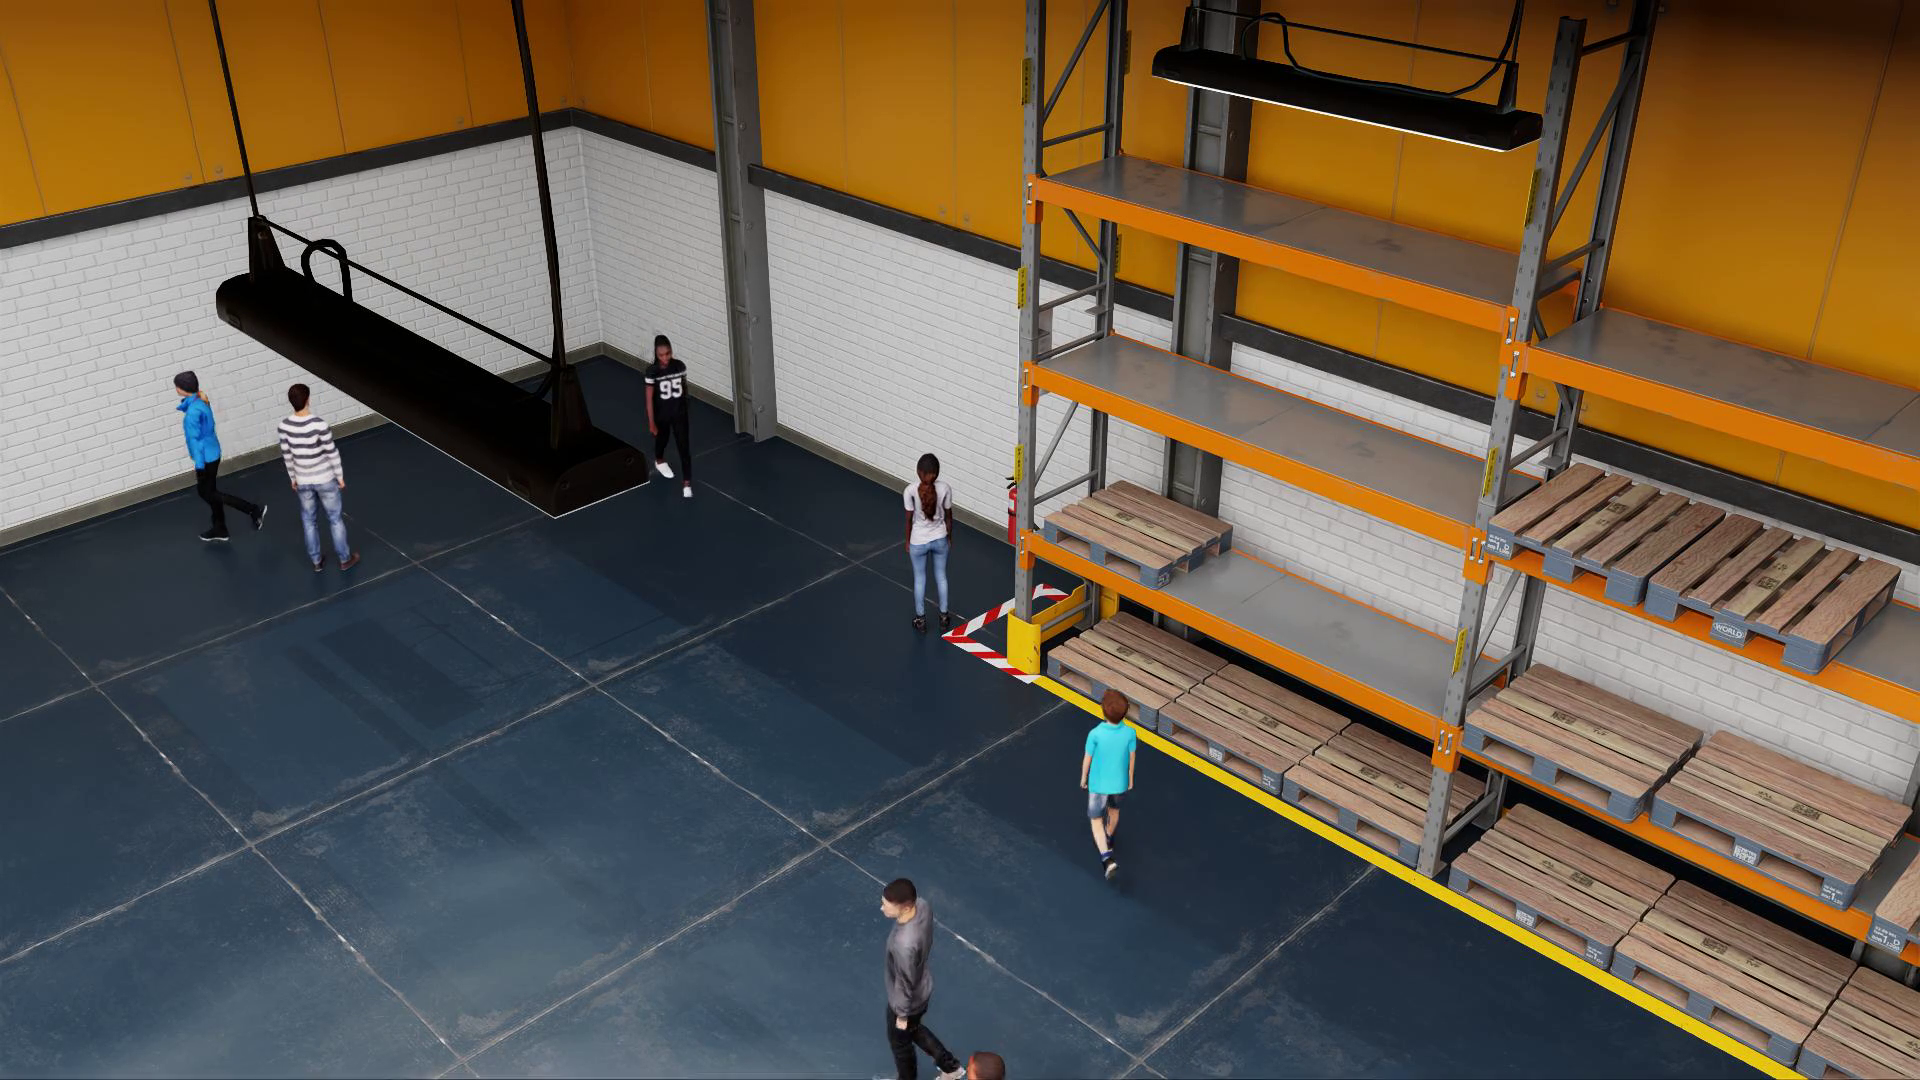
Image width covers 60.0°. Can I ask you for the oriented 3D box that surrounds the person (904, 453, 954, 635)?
[{"bbox_3d":[-0.268,0.020,14.563,0.669,1.720,0.693,-6,29,-10],"label":"person"}]

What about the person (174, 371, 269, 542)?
[{"bbox_3d":[-7.130,-0.771,15.952,0.995,1.778,0.982,-3,29,-6],"label":"person"}]

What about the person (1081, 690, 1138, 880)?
[{"bbox_3d":[1.065,1.726,11.737,0.821,1.431,0.955,-5,29,-9],"label":"person"}]

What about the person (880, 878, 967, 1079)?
[{"bbox_3d":[-0.218,2.659,9.701,0.932,1.743,0.845,8,30,13],"label":"person"}]

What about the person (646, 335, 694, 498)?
[{"bbox_3d":[-2.995,-1.295,17.020,0.910,1.675,1.294,-17,33,-28],"label":"person"}]

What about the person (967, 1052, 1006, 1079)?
[{"bbox_3d":[0.155,3.284,9.007,0.573,1.310,0.543,10,30,18],"label":"person"}]

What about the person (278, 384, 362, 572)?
[{"bbox_3d":[-6.023,-0.577,15.523,0.707,1.849,0.767,0,29,0],"label":"person"}]
